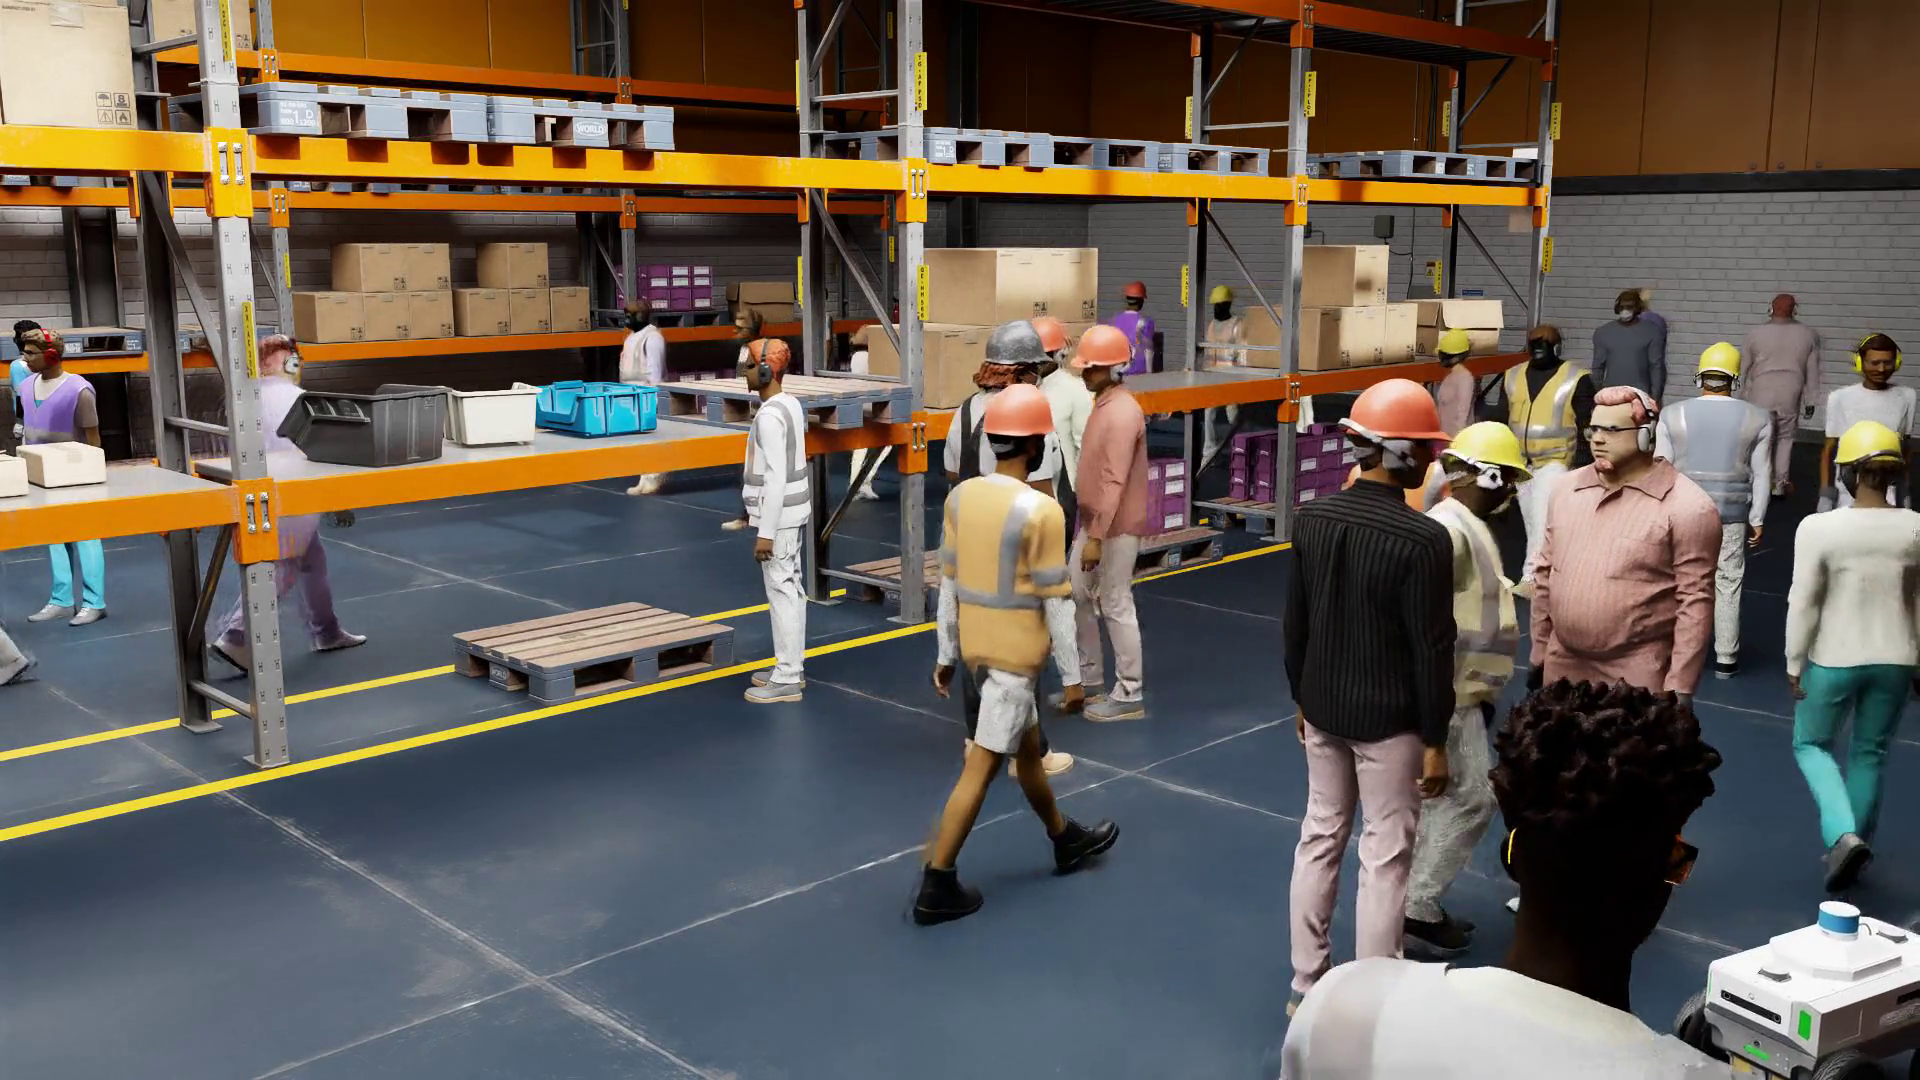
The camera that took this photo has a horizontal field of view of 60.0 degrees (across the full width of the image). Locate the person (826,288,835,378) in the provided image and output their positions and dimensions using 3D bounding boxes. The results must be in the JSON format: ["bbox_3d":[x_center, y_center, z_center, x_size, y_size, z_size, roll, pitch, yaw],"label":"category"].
[{"bbox_3d":[-1.568,-1.918,18.565,0.327,1.874,0.519,-3,11,-16],"label":"person"}]

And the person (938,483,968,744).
[{"bbox_3d":[0.162,0.164,7.973,0.552,1.589,0.817,0,10,2],"label":"person"}]

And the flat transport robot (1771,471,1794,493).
[{"bbox_3d":[6.982,-0.578,15.626,1.431,0.197,0.652,-1,11,-8],"label":"flat transport robot"}]

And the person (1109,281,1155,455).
[{"bbox_3d":[1.830,-1.837,18.000,0.547,1.919,0.658,7,13,35],"label":"person"}]

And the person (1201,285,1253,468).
[{"bbox_3d":[2.776,-1.693,17.253,0.795,1.907,0.590,-9,14,-42],"label":"person"}]

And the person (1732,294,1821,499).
[{"bbox_3d":[7.320,-1.267,14.985,0.683,1.872,0.674,2,11,13],"label":"person"}]

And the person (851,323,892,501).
[{"bbox_3d":[-0.837,-1.145,15.031,0.383,1.615,0.522,-5,12,-27],"label":"person"}]

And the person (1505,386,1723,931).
[{"bbox_3d":[2.205,0.427,5.679,0.407,1.906,0.652,-7,13,-34],"label":"person"}]

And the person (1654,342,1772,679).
[{"bbox_3d":[4.078,-0.158,9.072,0.596,1.831,0.403,5,11,24],"label":"person"}]

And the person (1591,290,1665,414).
[{"bbox_3d":[6.080,-1.317,15.211,0.637,1.917,0.436,7,12,32],"label":"person"}]

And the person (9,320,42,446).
[{"bbox_3d":[-7.806,-1.006,14.068,0.318,1.697,0.535,1,10,5],"label":"person"}]

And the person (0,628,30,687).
[{"bbox_3d":[-5.364,0.034,8.654,0.513,1.602,0.825,9,14,40],"label":"person"}]

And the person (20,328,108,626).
[{"bbox_3d":[-5.551,-0.390,10.318,0.564,1.839,0.395,4,11,22],"label":"person"}]

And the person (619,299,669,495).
[{"bbox_3d":[-2.939,-1.305,15.342,0.458,1.823,0.649,-6,12,-29],"label":"person"}]

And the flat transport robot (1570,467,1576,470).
[{"bbox_3d":[5.997,-0.503,15.215,0.652,0.197,1.431,-2,11,-9],"label":"flat transport robot"}]

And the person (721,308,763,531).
[{"bbox_3d":[-1.628,-0.988,13.631,0.685,1.824,0.525,-4,11,-22],"label":"person"}]

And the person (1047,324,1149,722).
[{"bbox_3d":[0.676,-0.064,8.157,0.570,1.971,0.641,-2,11,-9],"label":"person"}]

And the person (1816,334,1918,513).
[{"bbox_3d":[5.234,-0.250,9.549,0.559,1.835,0.724,2,11,10],"label":"person"}]

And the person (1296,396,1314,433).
[{"bbox_3d":[3.871,-1.962,18.829,0.378,1.868,0.524,-1,10,-4],"label":"person"}]

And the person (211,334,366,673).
[{"bbox_3d":[-3.810,-0.212,9.292,0.644,1.866,0.956,8,13,37],"label":"person"}]

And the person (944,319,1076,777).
[{"bbox_3d":[0.258,0.026,7.504,0.536,2.000,0.678,-6,12,-31],"label":"person"}]

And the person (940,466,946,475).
[{"bbox_3d":[0.035,-1.607,16.683,0.542,1.939,0.361,2,11,9],"label":"person"}]

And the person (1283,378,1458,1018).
[{"bbox_3d":[1.229,0.517,4.954,0.393,1.990,0.616,-6,12,-31],"label":"person"}]

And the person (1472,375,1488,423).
[{"bbox_3d":[5.168,-1.553,16.986,0.777,1.727,0.532,7,12,33],"label":"person"}]

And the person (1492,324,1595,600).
[{"bbox_3d":[3.778,-0.512,11.045,0.849,1.811,0.654,-10,14,-43],"label":"person"}]

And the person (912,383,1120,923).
[{"bbox_3d":[0.207,0.386,5.956,1.017,1.884,0.564,-8,13,-37],"label":"person"}]

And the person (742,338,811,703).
[{"bbox_3d":[-0.957,-0.098,8.609,0.357,1.883,0.573,1,10,4],"label":"person"}]

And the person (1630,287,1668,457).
[{"bbox_3d":[6.743,-1.548,16.501,0.636,1.906,0.492,-7,13,-34],"label":"person"}]

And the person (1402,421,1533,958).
[{"bbox_3d":[1.678,0.503,5.628,0.417,1.782,0.657,4,11,20],"label":"person"}]

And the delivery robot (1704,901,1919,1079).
[{"bbox_3d":[2.426,1.250,4.627,0.707,0.478,0.477,-6,12,-28],"label":"delivery robot"}]

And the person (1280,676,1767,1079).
[{"bbox_3d":[0.672,1.102,1.905,0.667,1.944,0.613,-9,14,-41],"label":"person"}]

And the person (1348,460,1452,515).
[{"bbox_3d":[2.069,0.154,7.829,0.534,1.665,0.819,5,11,25],"label":"person"}]

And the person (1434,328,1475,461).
[{"bbox_3d":[3.625,-0.691,12.249,0.423,1.730,0.553,0,10,-2],"label":"person"}]

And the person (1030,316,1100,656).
[{"bbox_3d":[0.574,-0.318,9.602,0.740,1.967,0.663,-10,14,-43],"label":"person"}]

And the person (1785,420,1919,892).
[{"bbox_3d":[3.267,0.448,6.009,0.523,1.745,0.546,1,10,8],"label":"person"}]
